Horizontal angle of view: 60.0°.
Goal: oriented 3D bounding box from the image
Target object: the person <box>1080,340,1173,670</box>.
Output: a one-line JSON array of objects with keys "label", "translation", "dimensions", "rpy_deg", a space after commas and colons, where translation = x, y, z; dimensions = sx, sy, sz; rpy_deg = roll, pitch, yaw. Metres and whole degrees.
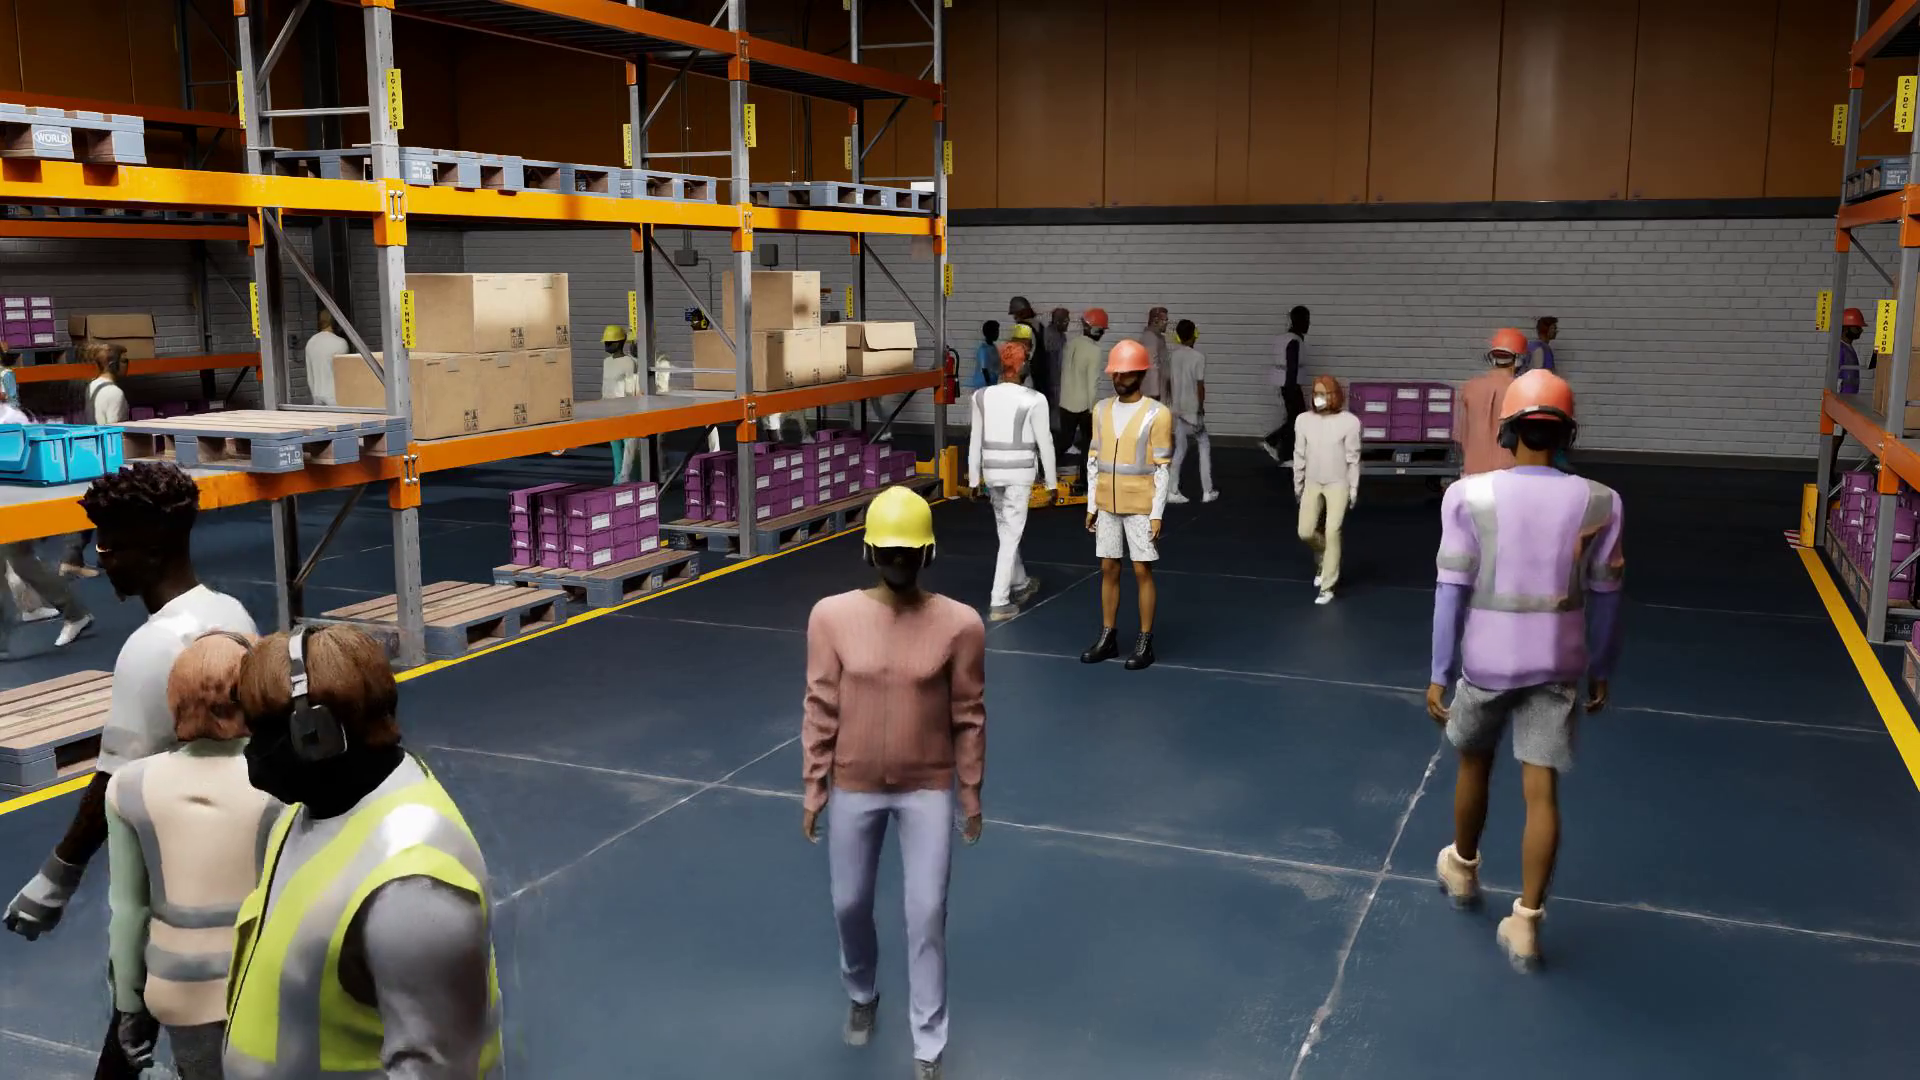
[{"label": "person", "translation": [0.976, -0.208, 9.808], "dimensions": [0.545, 1.940, 0.352], "rpy_deg": [7, 11, 35]}]

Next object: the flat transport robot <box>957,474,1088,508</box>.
[{"label": "flat transport robot", "translation": [0.616, -0.524, 16.768], "dimensions": [0.652, 0.197, 1.431], "rpy_deg": [-6, 11, -31]}]

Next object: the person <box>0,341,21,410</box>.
[{"label": "person", "translation": [-9.432, -1.143, 16.373], "dimensions": [0.514, 1.642, 0.314], "rpy_deg": [4, 10, 25]}]

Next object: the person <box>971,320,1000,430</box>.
[{"label": "person", "translation": [0.425, -1.972, 21.295], "dimensions": [0.709, 1.663, 0.550], "rpy_deg": [4, 10, 25]}]

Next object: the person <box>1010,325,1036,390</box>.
[{"label": "person", "translation": [0.748, -1.491, 18.249], "dimensions": [0.746, 1.722, 0.499], "rpy_deg": [-2, 10, -13]}]

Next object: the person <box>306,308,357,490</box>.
[{"label": "person", "translation": [-6.633, -1.492, 17.593], "dimensions": [0.635, 1.936, 0.355], "rpy_deg": [6, 11, 33]}]

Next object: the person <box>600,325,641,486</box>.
[{"label": "person", "translation": [-3.504, -1.320, 17.074], "dimensions": [0.530, 1.765, 0.326], "rpy_deg": [9, 13, 42]}]

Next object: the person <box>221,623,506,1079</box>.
[{"label": "person", "translation": [-0.908, 1.012, 2.808], "dimensions": [0.777, 1.815, 0.628], "rpy_deg": [-5, 11, -30]}]

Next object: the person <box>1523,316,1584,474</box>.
[{"label": "person", "translation": [6.602, -1.648, 18.989], "dimensions": [0.999, 1.801, 0.578], "rpy_deg": [5, 11, 29]}]

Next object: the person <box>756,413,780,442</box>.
[{"label": "person", "translation": [-2.269, -1.481, 18.333], "dimensions": [0.755, 1.668, 0.543], "rpy_deg": [-8, 12, -38]}]

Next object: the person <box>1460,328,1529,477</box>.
[{"label": "person", "translation": [3.738, -0.484, 11.470], "dimensions": [0.616, 1.931, 1.057], "rpy_deg": [9, 13, 42]}]

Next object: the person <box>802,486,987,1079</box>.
[{"label": "person", "translation": [-0.188, 0.718, 4.838], "dimensions": [0.534, 1.784, 0.504], "rpy_deg": [0, 9, 3]}]

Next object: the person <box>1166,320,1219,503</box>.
[{"label": "person", "translation": [2.325, -1.274, 16.609], "dimensions": [0.706, 1.831, 0.506], "rpy_deg": [-9, 13, -44]}]

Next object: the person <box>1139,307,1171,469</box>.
[{"label": "person", "translation": [2.276, -1.746, 19.270], "dimensions": [0.430, 1.898, 0.647], "rpy_deg": [1, 9, 5]}]

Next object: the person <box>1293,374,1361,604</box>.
[{"label": "person", "translation": [2.610, -0.369, 11.757], "dimensions": [0.511, 1.622, 0.457], "rpy_deg": [7, 11, 35]}]

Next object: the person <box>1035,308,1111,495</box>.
[{"label": "person", "translation": [1.117, -1.346, 16.706], "dimensions": [0.829, 1.948, 0.675], "rpy_deg": [-6, 11, -32]}]

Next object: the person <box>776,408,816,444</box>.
[{"label": "person", "translation": [-2.230, -2.212, 22.267], "dimensions": [0.864, 1.841, 0.527], "rpy_deg": [6, 11, 34]}]

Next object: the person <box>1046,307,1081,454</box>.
[{"label": "person", "translation": [1.112, -1.997, 20.930], "dimensions": [0.880, 1.862, 0.702], "rpy_deg": [2, 10, 11]}]

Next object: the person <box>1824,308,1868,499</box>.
[{"label": "person", "translation": [9.026, -1.395, 17.009], "dimensions": [0.356, 1.939, 0.543], "rpy_deg": [7, 12, 36]}]

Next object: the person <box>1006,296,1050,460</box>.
[{"label": "person", "translation": [0.757, -2.001, 20.365], "dimensions": [0.847, 2.000, 0.717], "rpy_deg": [8, 13, 41]}]

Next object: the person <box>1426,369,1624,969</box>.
[{"label": "person", "translation": [1.966, 0.405, 5.874], "dimensions": [0.648, 2.002, 0.951], "rpy_deg": [1, 9, 9]}]

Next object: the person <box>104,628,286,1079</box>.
[{"label": "person", "translation": [-1.571, 0.990, 3.609], "dimensions": [0.517, 1.589, 0.878], "rpy_deg": [0, 9, -2]}]

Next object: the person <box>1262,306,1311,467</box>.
[{"label": "person", "translation": [3.885, -1.782, 19.521], "dimensions": [0.482, 1.878, 0.611], "rpy_deg": [2, 10, 10]}]

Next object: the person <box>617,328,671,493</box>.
[{"label": "person", "translation": [-3.247, -1.319, 17.011], "dimensions": [0.591, 1.780, 0.932], "rpy_deg": [2, 10, 14]}]

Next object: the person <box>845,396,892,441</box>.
[{"label": "person", "translation": [-1.271, -2.136, 22.545], "dimensions": [0.823, 1.590, 0.495], "rpy_deg": [7, 12, 37]}]

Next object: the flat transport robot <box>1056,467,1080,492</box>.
[{"label": "flat transport robot", "translation": [1.353, -0.650, 17.530], "dimensions": [1.431, 0.197, 0.652], "rpy_deg": [-6, 11, -31]}]

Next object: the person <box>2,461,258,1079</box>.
[{"label": "person", "translation": [-1.936, 0.753, 4.098], "dimensions": [1.050, 1.899, 0.611], "rpy_deg": [-3, 10, -15]}]

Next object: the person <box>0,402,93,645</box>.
[{"label": "person", "translation": [-5.775, -0.213, 10.117], "dimensions": [0.585, 1.862, 0.960], "rpy_deg": [7, 11, 35]}]

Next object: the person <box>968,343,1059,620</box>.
[{"label": "person", "translation": [0.420, -0.418, 11.361], "dimensions": [0.599, 1.842, 0.923], "rpy_deg": [6, 11, 34]}]

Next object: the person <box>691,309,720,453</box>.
[{"label": "person", "translation": [-3.013, -1.801, 19.717], "dimensions": [0.319, 1.862, 0.518], "rpy_deg": [-2, 10, -12]}]

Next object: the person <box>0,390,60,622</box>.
[{"label": "person", "translation": [-6.394, -0.201, 10.794], "dimensions": [0.542, 1.597, 0.863], "rpy_deg": [6, 11, 33]}]

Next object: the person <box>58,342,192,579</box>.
[{"label": "person", "translation": [-6.445, -0.603, 12.649], "dimensions": [0.512, 1.802, 0.952], "rpy_deg": [7, 12, 36]}]
